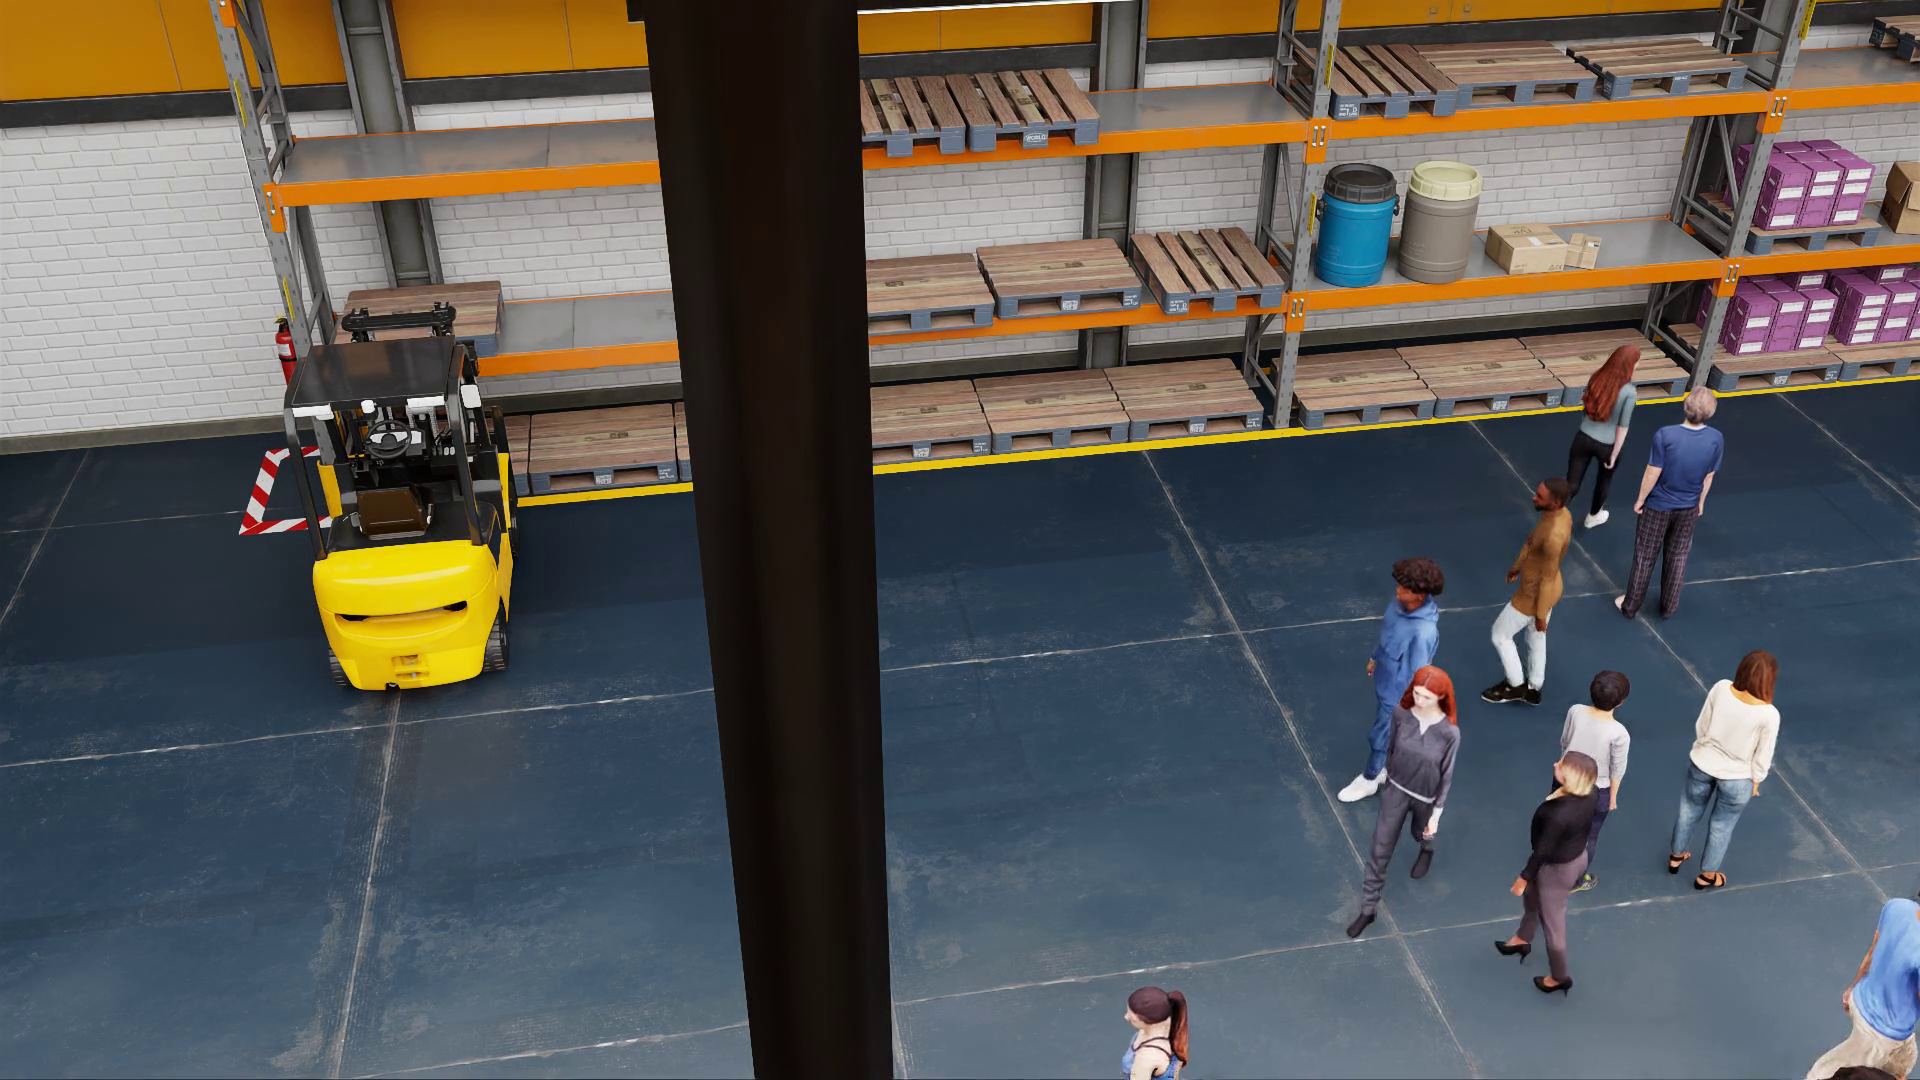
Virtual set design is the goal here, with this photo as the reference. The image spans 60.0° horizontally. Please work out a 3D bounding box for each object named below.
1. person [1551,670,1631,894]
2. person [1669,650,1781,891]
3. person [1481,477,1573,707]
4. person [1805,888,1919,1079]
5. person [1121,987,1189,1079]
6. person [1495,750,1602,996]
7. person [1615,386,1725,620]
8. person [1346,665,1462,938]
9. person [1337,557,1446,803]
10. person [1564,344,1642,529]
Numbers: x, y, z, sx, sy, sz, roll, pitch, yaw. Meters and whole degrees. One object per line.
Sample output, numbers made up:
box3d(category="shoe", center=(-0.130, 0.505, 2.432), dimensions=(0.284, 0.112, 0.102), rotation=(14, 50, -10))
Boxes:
box3d(category="person", center=(3.643, 1.400, 9.710), dimensions=(0.629, 1.553, 0.620), rotation=(-25, 41, -32))
box3d(category="person", center=(4.451, 1.332, 9.695), dimensions=(0.678, 1.683, 0.687), rotation=(-20, 38, -27))
box3d(category="person", center=(3.919, 0.379, 11.021), dimensions=(0.837, 1.802, 0.799), rotation=(15, 37, 21))
box3d(category="person", center=(4.383, 2.332, 8.073), dimensions=(1.305, 1.814, 0.928), rotation=(5, 34, 8))
box3d(category="person", center=(0.954, 2.693, 7.741), dimensions=(1.061, 1.580, 0.936), rotation=(18, 37, 25))
box3d(category="person", center=(3.301, 1.838, 8.958), dimensions=(0.880, 1.655, 0.824), rotation=(27, 42, 34))
box3d(category="person", center=(5.100, -0.257, 11.916), dimensions=(0.587, 1.871, 0.777), rotation=(3, 34, 5))
box3d(category="person", center=(2.643, 1.426, 9.506), dimensions=(1.077, 1.735, 1.148), rotation=(22, 39, 29))
box3d(category="person", center=(2.754, 0.876, 10.282), dimensions=(0.736, 1.793, 0.733), rotation=(0, 34, 1))
box3d(category="person", center=(4.799, -0.664, 12.684), dimensions=(1.247, 1.698, 1.044), rotation=(-29, 43, -36))
